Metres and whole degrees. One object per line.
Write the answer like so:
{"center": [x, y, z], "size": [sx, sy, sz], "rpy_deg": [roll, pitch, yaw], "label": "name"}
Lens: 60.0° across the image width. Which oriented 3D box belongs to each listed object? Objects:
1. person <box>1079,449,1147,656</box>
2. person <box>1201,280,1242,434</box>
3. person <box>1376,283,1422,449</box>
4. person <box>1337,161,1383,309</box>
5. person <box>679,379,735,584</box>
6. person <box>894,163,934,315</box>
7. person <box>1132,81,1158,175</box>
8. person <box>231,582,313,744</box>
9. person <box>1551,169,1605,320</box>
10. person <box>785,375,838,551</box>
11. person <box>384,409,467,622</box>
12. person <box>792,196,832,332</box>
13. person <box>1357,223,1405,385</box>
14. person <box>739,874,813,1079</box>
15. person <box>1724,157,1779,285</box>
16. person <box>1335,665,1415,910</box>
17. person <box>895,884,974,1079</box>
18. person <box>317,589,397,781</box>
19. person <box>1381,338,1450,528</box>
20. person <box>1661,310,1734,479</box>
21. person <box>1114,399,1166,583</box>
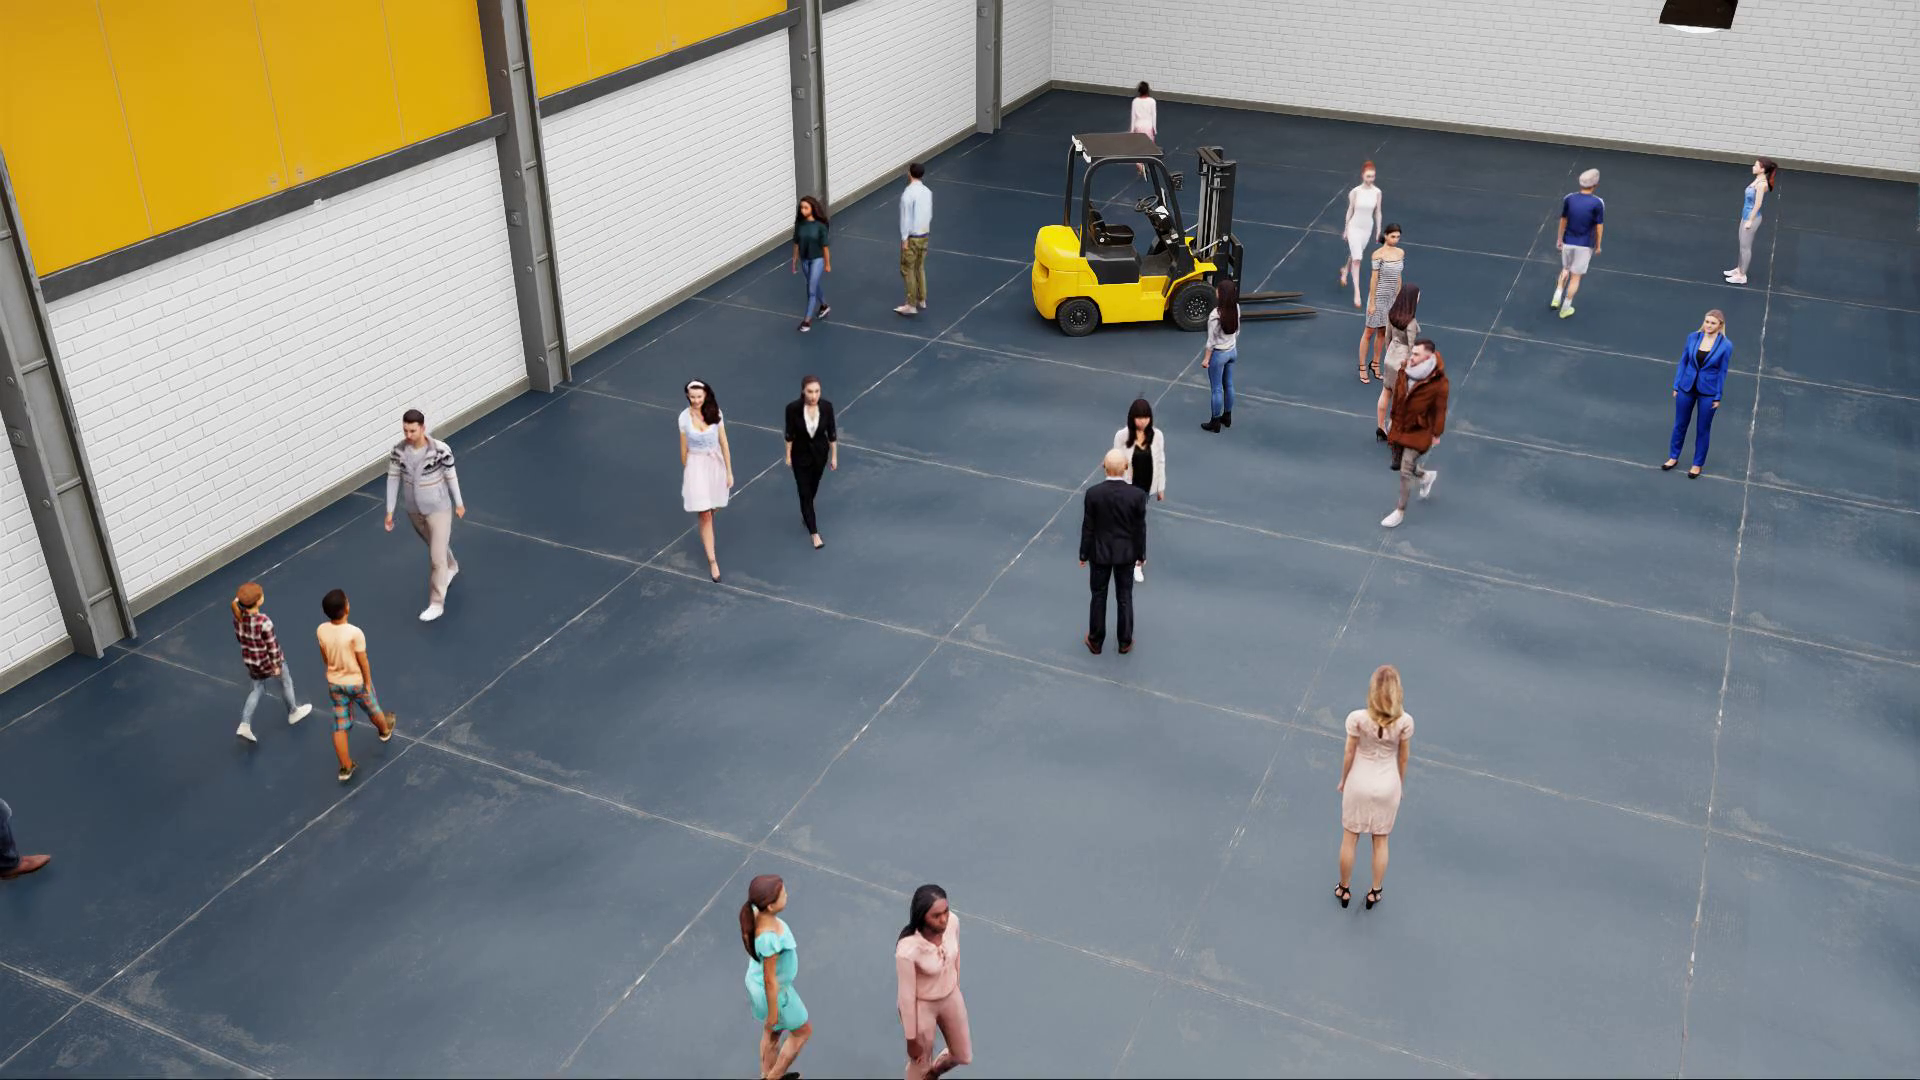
{"center": [1.223, 0.103, 13.363], "size": [0.769, 1.798, 0.724], "rpy_deg": [1, 29, 1], "label": "person"}
{"center": [2.726, -1.913, 17.230], "size": [0.581, 1.633, 0.730], "rpy_deg": [-24, 37, -37], "label": "person"}
{"center": [4.447, -1.771, 16.852], "size": [0.701, 1.746, 0.659], "rpy_deg": [-13, 31, -22], "label": "person"}
{"center": [4.927, -3.817, 20.598], "size": [0.973, 1.751, 1.170], "rpy_deg": [-4, 29, -7], "label": "person"}
{"center": [-2.240, -0.595, 14.680], "size": [1.152, 1.761, 1.215], "rpy_deg": [-9, 30, -17], "label": "person"}
{"center": [-0.532, -3.664, 20.292], "size": [0.982, 1.776, 0.588], "rpy_deg": [11, 30, 18], "label": "person"}
{"center": [2.807, -6.304, 25.487], "size": [0.561, 1.435, 0.739], "rpy_deg": [12, 31, 20], "label": "person"}
{"center": [-5.247, 0.916, 12.406], "size": [0.558, 1.287, 0.874], "rpy_deg": [10, 30, 18], "label": "person"}
{"center": [7.407, -3.542, 20.016], "size": [0.723, 1.825, 0.722], "rpy_deg": [25, 37, 38], "label": "person"}
{"center": [-1.378, -0.772, 15.168], "size": [1.085, 1.605, 1.146], "rpy_deg": [-9, 30, -16], "label": "person"}
{"center": [-4.474, -0.309, 14.114], "size": [0.889, 1.802, 1.280], "rpy_deg": [6, 29, 11], "label": "person"}
{"center": [-1.734, -3.339, 19.911], "size": [0.610, 1.570, 1.088], "rpy_deg": [12, 31, 21], "label": "person"}
{"center": [4.641, -2.624, 18.334], "size": [0.658, 1.824, 0.746], "rpy_deg": [-15, 32, -25], "label": "person"}
{"center": [-1.108, 2.501, 9.227], "size": [0.713, 1.547, 0.659], "rpy_deg": [-12, 31, -21], "label": "person"}
{"center": [10.106, -4.093, 21.250], "size": [0.643, 1.610, 0.507], "rpy_deg": [9, 30, 16], "label": "person"}
{"center": [2.625, 1.591, 10.601], "size": [0.622, 1.829, 0.584], "rpy_deg": [5, 29, 8], "label": "person"}
{"center": [-0.220, 2.515, 9.032], "size": [0.691, 1.711, 0.795], "rpy_deg": [-25, 37, -37], "label": "person"}
{"center": [-4.436, 1.067, 11.981], "size": [0.793, 1.428, 1.044], "rpy_deg": [1, 29, 1], "label": "person"}
{"center": [4.245, -1.033, 15.433], "size": [1.196, 1.810, 1.006], "rpy_deg": [-21, 35, -33], "label": "person"}
{"center": [7.254, -1.456, 16.323], "size": [0.671, 1.700, 0.628], "rpy_deg": [22, 35, 34], "label": "person"}
{"center": [1.549, -0.524, 14.721], "size": [1.031, 1.597, 1.170], "rpy_deg": [-5, 29, -9], "label": "person"}
